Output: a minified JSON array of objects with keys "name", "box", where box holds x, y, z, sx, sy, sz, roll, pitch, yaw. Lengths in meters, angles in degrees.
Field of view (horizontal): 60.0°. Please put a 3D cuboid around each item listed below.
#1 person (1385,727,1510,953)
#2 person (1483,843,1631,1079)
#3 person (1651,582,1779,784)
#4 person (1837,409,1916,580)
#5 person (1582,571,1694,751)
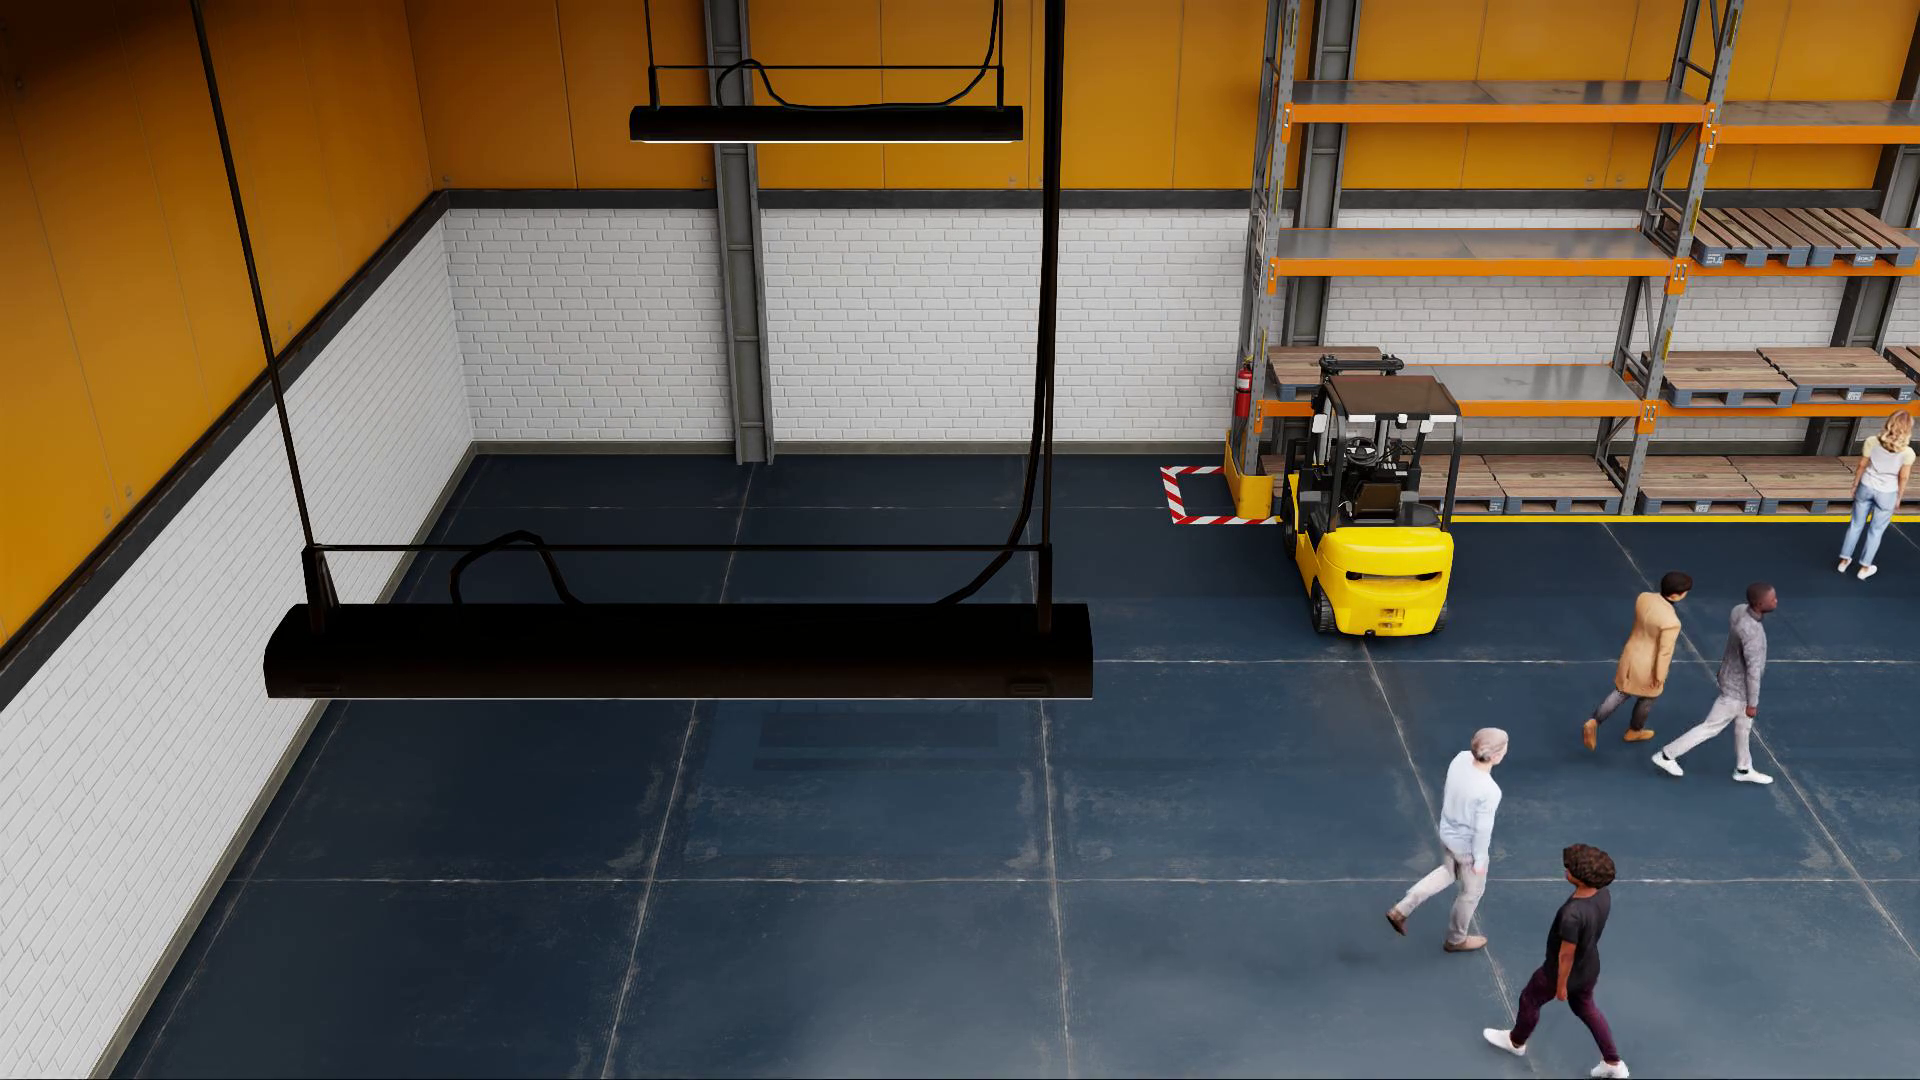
[{"name":"person","box":[3.319,2.064,11.260,1.053,1.865,0.810,-8,30,-14]},{"name":"person","box":[3.867,2.640,10.313,1.099,1.762,1.156,-25,37,-37]},{"name":"person","box":[5.973,1.136,13.021,1.246,1.808,0.903,7,29,13]},{"name":"person","box":[8.831,-0.448,16.019,0.710,1.718,0.772,25,37,38]},{"name":"person","box":[5.445,0.983,13.419,1.108,1.695,0.890,-12,31,-20]}]
